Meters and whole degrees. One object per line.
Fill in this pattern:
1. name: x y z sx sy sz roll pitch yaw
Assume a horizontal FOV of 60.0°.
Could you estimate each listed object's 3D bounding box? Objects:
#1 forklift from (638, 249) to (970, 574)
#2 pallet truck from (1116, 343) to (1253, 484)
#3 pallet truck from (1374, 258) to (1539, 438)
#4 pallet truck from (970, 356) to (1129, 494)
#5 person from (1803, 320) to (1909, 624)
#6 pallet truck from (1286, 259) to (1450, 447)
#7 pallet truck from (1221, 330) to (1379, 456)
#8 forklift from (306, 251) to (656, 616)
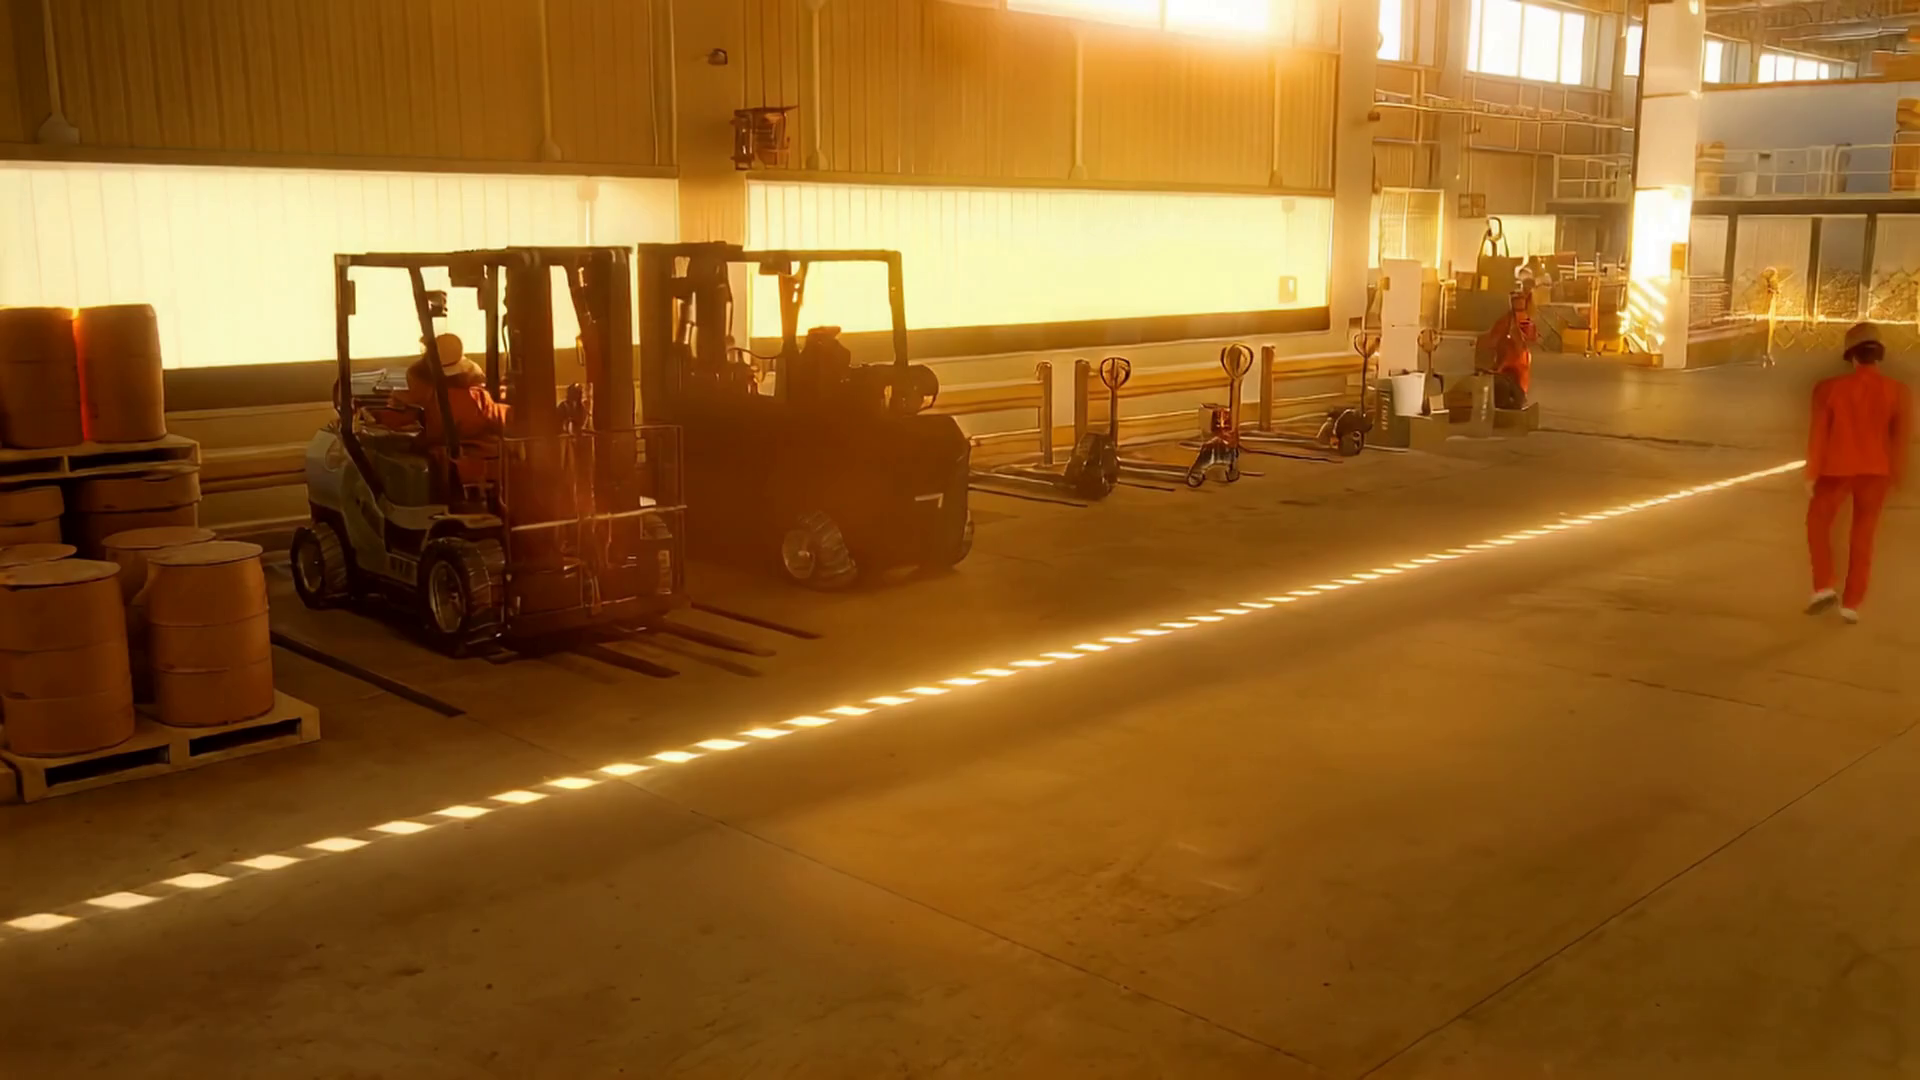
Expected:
1. forklift: -1.173 -0.958 11.239 2.680 1.987 1.157 10 14 43
2. pallet truck: 1.962 -1.215 15.415 1.522 1.261 0.704 10 14 43
3. pallet truck: 5.704 -2.208 18.901 1.885 1.965 0.823 10 14 43
4. pallet truck: 0.784 -1.085 14.876 0.680 1.201 1.601 -10 14 -44
5. person: 5.167 -0.384 9.629 0.541 1.757 0.362 3 11 15
6. pallet truck: 4.493 -2.078 18.196 0.823 1.965 1.885 -9 14 -40
7. pallet truck: 3.563 -1.581 17.381 0.653 1.274 1.630 -10 14 -44
8. forklift: -2.833 -0.669 9.694 1.157 1.987 2.680 -10 14 -44
